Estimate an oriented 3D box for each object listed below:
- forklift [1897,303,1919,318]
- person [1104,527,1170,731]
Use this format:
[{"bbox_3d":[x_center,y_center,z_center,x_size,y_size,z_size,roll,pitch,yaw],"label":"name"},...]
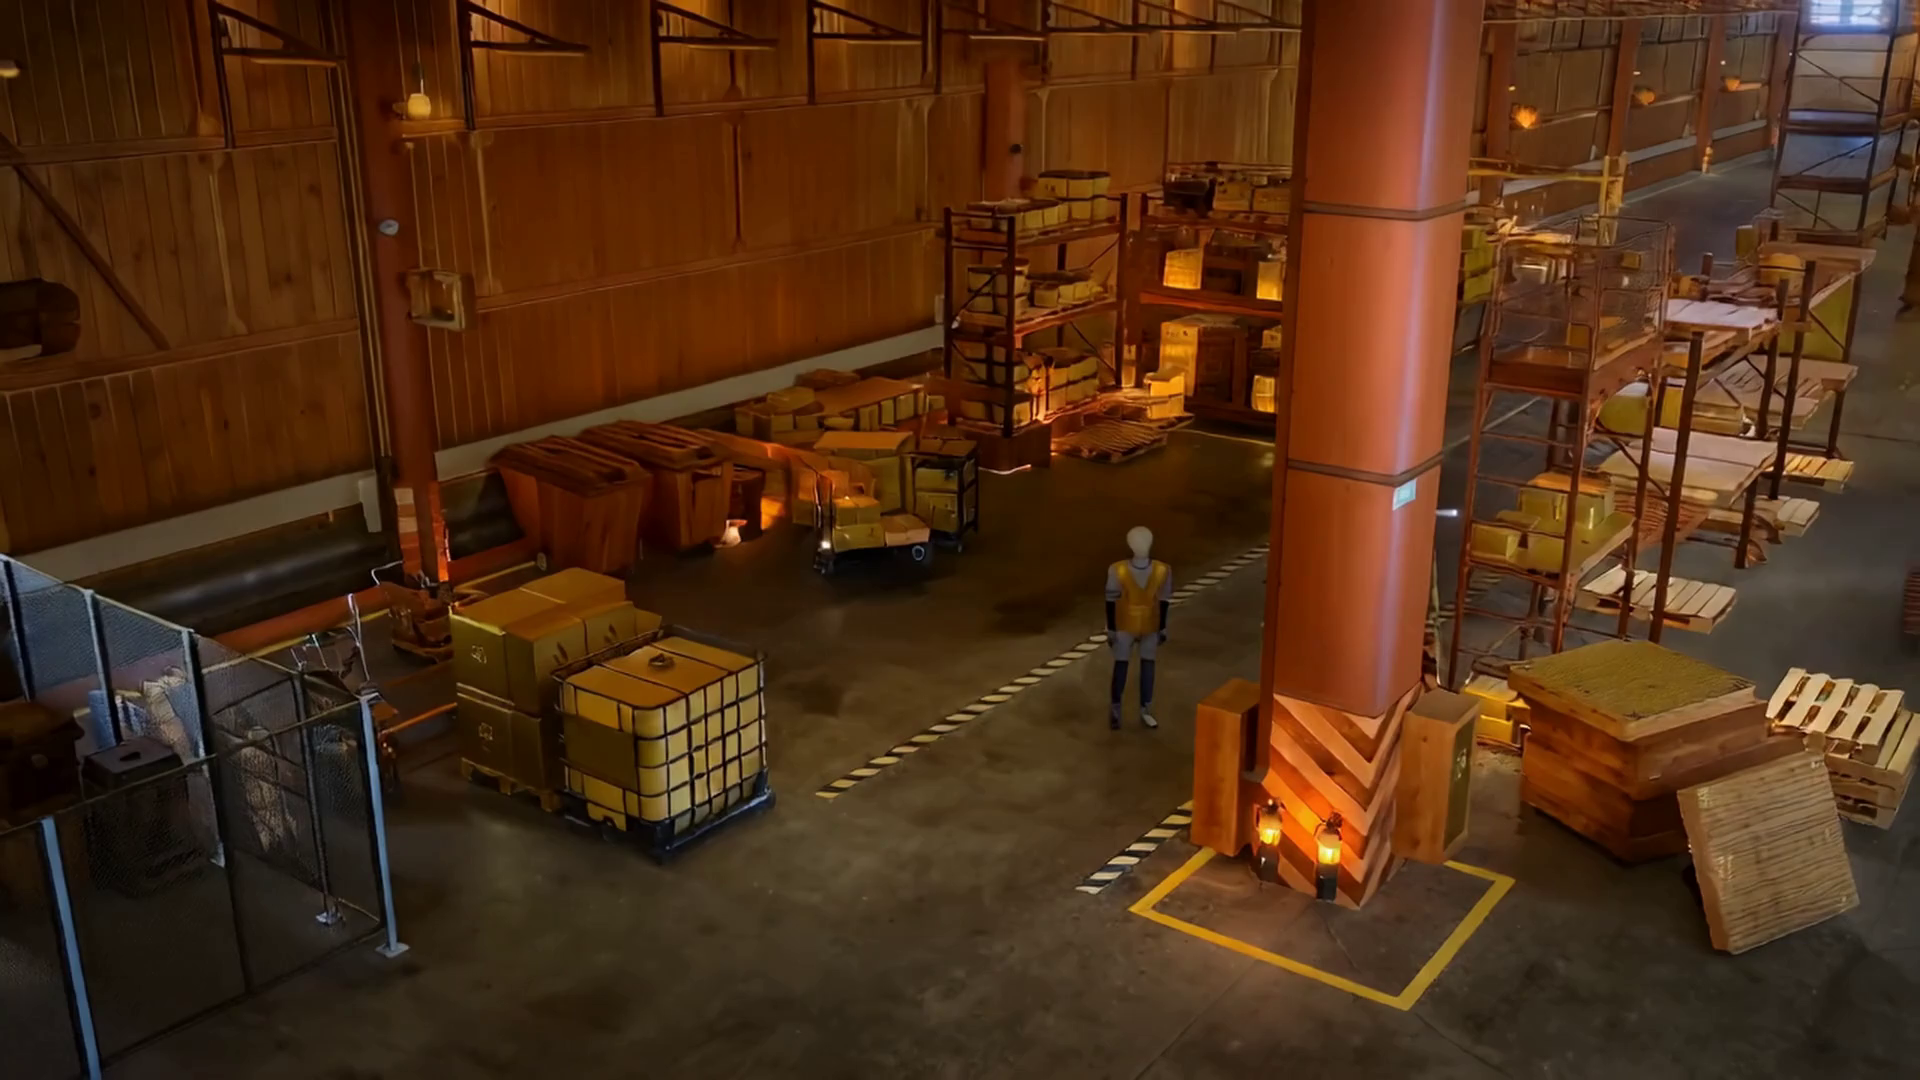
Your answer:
[{"bbox_3d":[18.220,-5.534,30.558,1.129,2.768,1.873,13,22,34],"label":"forklift"},{"bbox_3d":[1.416,0.704,13.339,0.537,1.696,0.317,-2,18,-7],"label":"person"}]
